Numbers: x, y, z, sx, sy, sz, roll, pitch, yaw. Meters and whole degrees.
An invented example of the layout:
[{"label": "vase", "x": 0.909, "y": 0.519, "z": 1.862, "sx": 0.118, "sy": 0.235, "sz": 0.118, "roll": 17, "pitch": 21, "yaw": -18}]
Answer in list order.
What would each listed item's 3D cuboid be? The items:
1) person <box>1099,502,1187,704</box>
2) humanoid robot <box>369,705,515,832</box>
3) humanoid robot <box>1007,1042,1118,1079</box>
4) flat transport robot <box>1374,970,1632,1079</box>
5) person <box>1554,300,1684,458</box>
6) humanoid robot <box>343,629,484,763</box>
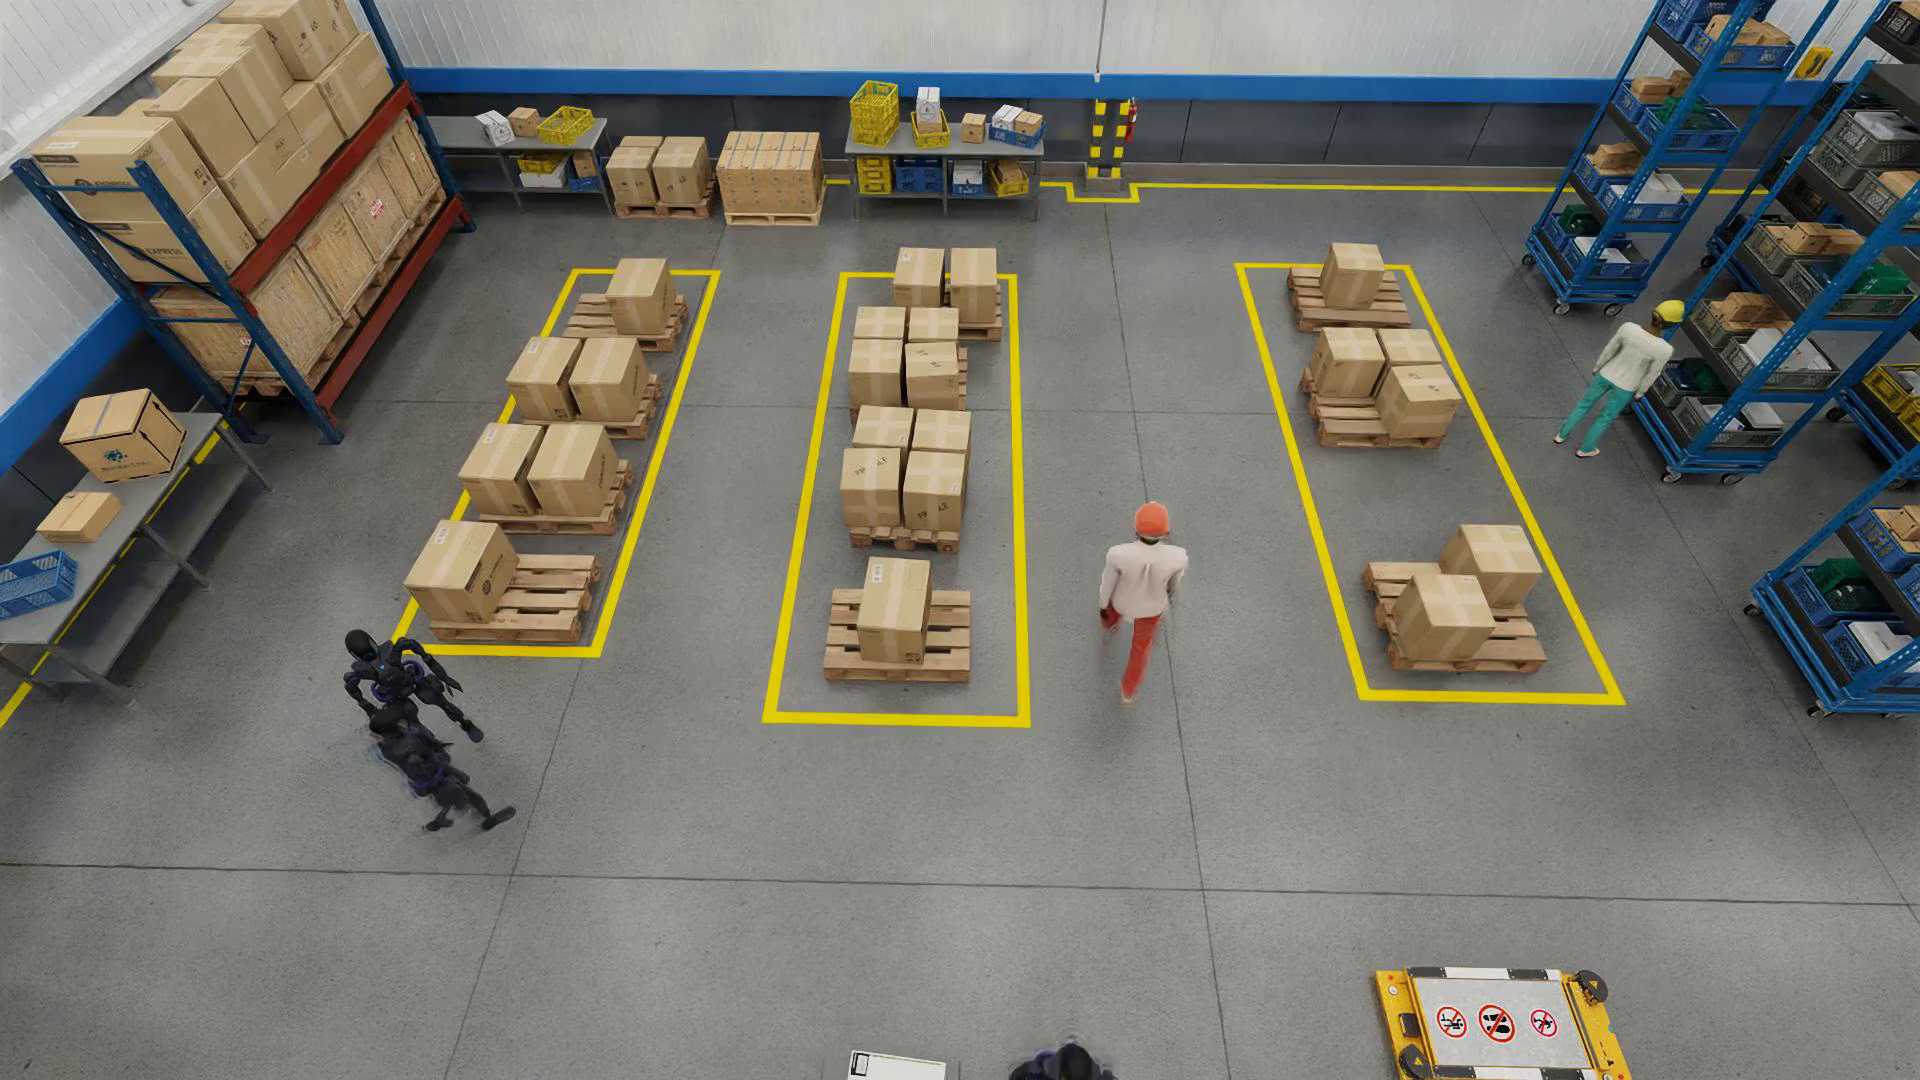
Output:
[{"label": "person", "x": 1.370, "y": 0.385, "z": 7.084, "sx": 0.605, "sy": 1.943, "sz": 1.027, "roll": 6, "pitch": 51, "yaw": 5}, {"label": "humanoid robot", "x": -3.625, "y": 1.610, "z": 6.262, "sx": 0.463, "sy": 1.640, "sz": 0.610, "roll": -35, "pitch": 59, "yaw": -25}, {"label": "humanoid robot", "x": 0.563, "y": 3.083, "z": 5.066, "sx": 0.606, "sy": 1.649, "sz": 0.405, "roll": 2, "pitch": 51, "yaw": 2}, {"label": "flat transport robot", "x": 3.501, "y": 3.133, "z": 5.914, "sx": 1.431, "sy": 0.197, "sz": 0.652, "roll": 1, "pitch": 51, "yaw": 1}, {"label": "person", "x": 6.316, "y": -1.534, "z": 8.773, "sx": 0.325, "sy": 1.761, "sz": 0.523, "roll": -24, "pitch": 55, "yaw": -18}, {"label": "humanoid robot", "x": -3.989, "y": 1.128, "z": 6.656, "sx": 0.341, "sy": 1.649, "sz": 0.578, "roll": 35, "pitch": 59, "yaw": 25}]
